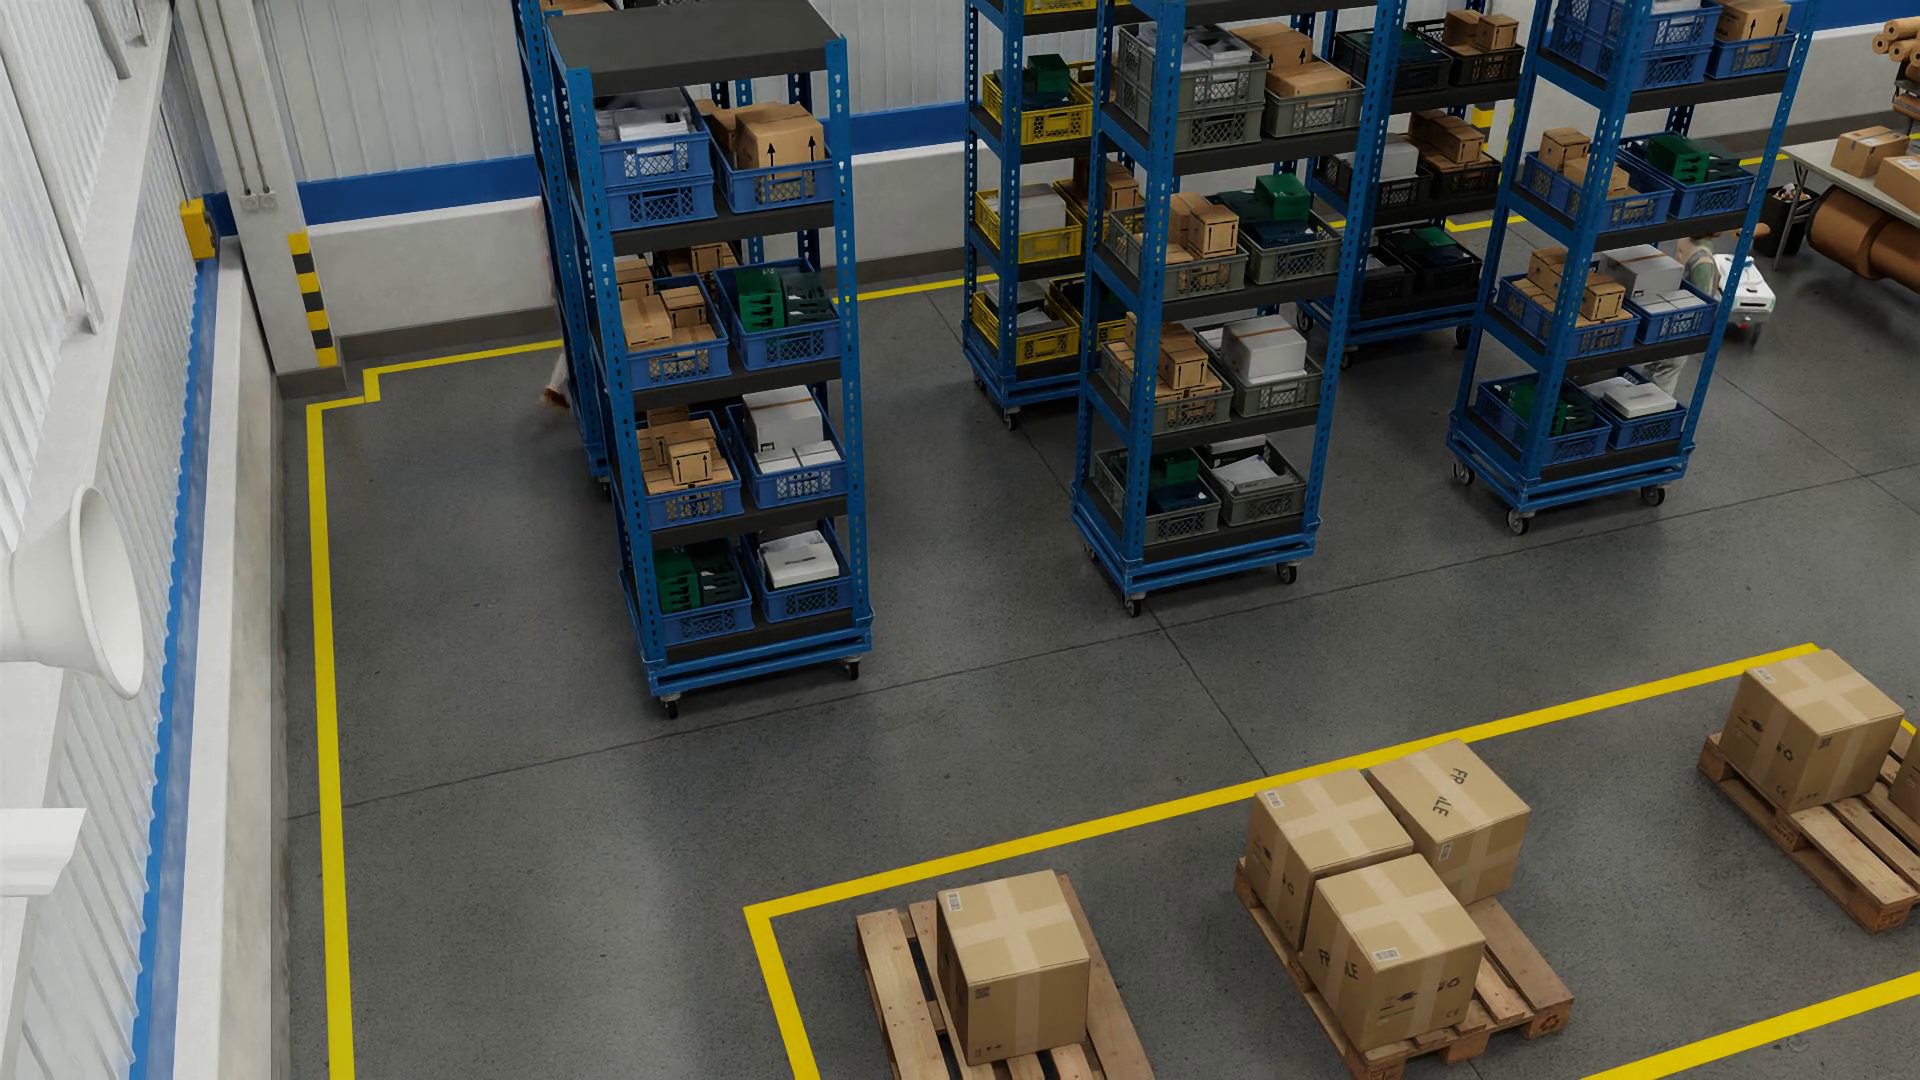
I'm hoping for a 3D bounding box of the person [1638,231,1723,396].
[{"bbox_3d":[4.717,-1.437,10.888,0.309,1.641,0.512,2,35,3],"label":"person"}]

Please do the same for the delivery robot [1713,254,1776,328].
[{"bbox_3d":[5.786,-1.883,12.379,0.477,0.478,0.707,3,35,3],"label":"delivery robot"}]

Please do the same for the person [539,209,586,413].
[{"bbox_3d":[-2.464,-1.608,10.872,0.663,1.947,0.529,28,44,34],"label":"person"}]
